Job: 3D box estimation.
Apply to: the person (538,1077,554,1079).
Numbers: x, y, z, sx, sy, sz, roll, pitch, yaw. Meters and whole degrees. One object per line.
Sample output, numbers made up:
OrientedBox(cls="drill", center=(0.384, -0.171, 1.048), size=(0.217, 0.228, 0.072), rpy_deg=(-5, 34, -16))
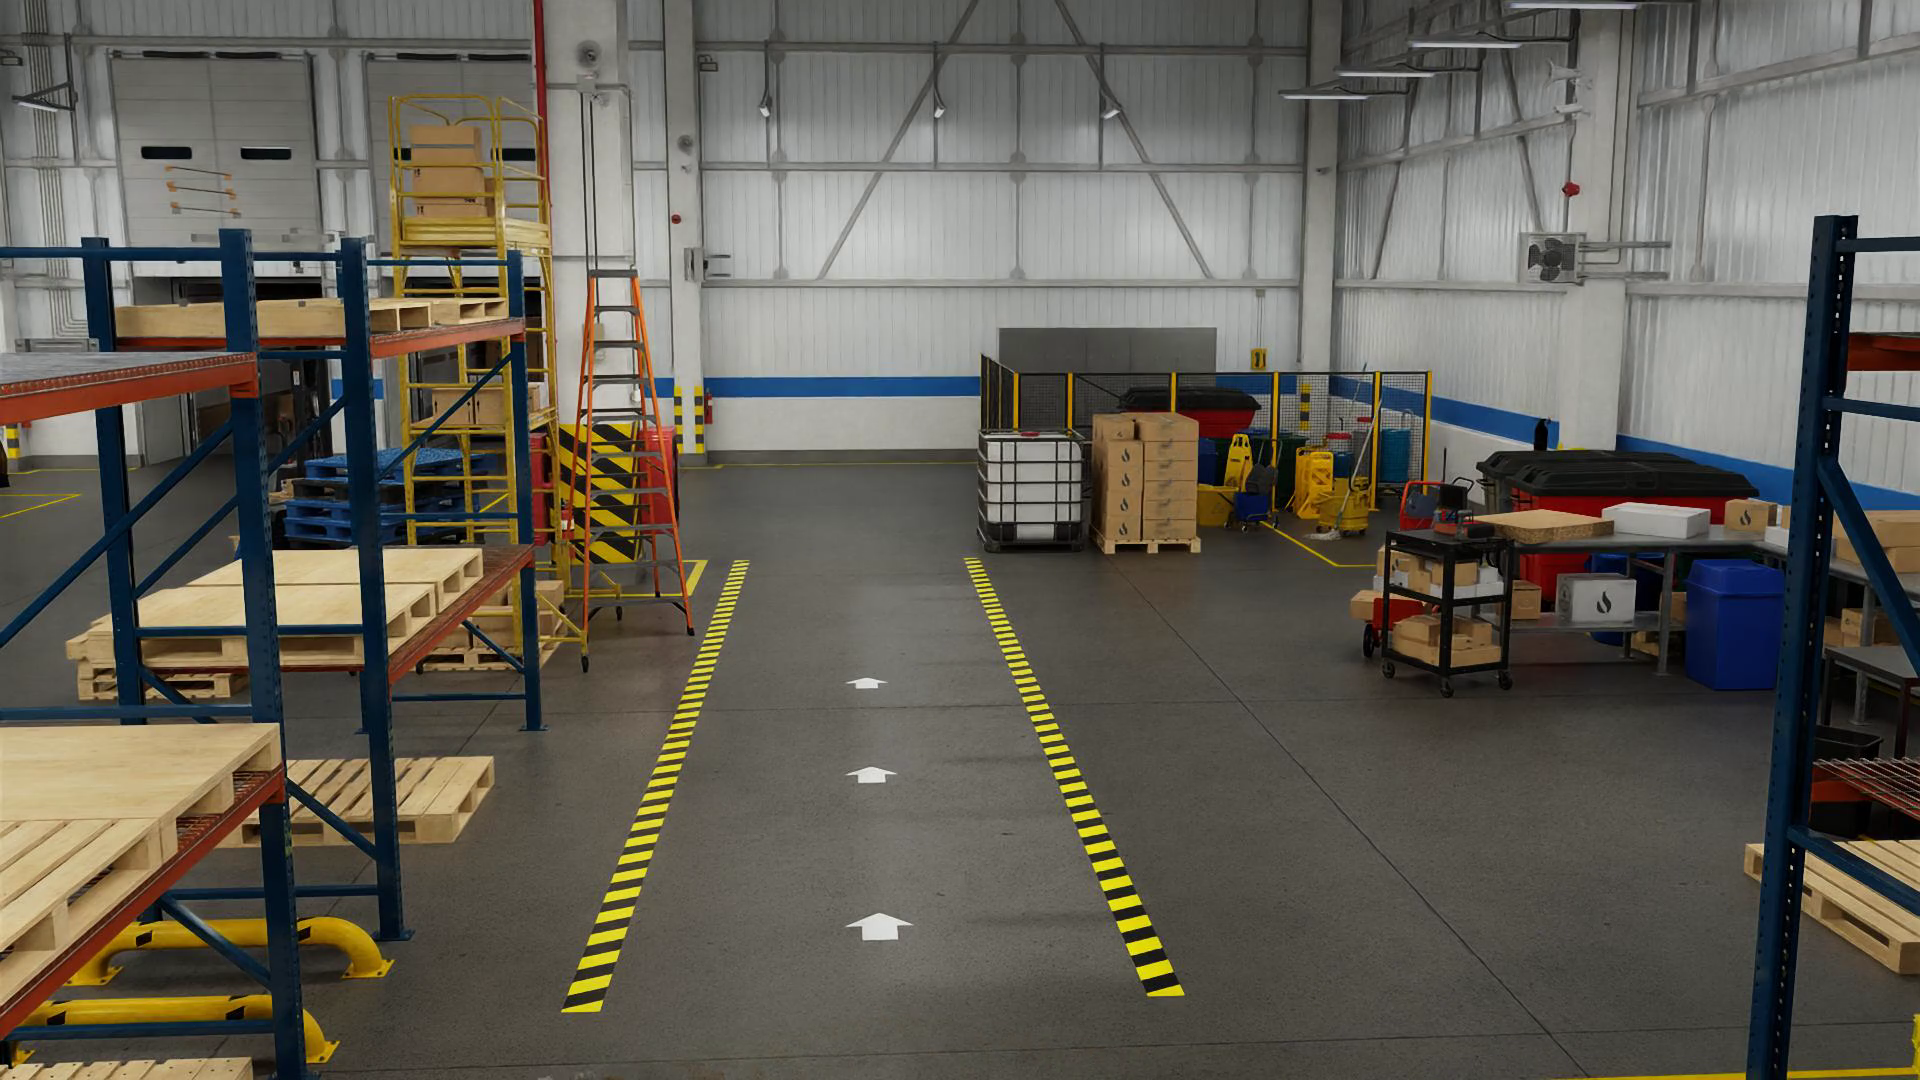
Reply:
OrientedBox(cls="person", center=(-0.470, 1.599, 2.261), size=(1.072, 1.883, 0.642), rpy_deg=(-1, 9, -9))

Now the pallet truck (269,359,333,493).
OrientedBox(cls="pallet truck", center=(-7.062, -1.131, 18.996), size=(1.885, 1.965, 0.823), rpy_deg=(2, 9, 13))

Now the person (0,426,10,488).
OrientedBox(cls="person", center=(-13.162, -1.661, 22.542), size=(0.389, 1.930, 0.544), rpy_deg=(-8, 12, -41))
